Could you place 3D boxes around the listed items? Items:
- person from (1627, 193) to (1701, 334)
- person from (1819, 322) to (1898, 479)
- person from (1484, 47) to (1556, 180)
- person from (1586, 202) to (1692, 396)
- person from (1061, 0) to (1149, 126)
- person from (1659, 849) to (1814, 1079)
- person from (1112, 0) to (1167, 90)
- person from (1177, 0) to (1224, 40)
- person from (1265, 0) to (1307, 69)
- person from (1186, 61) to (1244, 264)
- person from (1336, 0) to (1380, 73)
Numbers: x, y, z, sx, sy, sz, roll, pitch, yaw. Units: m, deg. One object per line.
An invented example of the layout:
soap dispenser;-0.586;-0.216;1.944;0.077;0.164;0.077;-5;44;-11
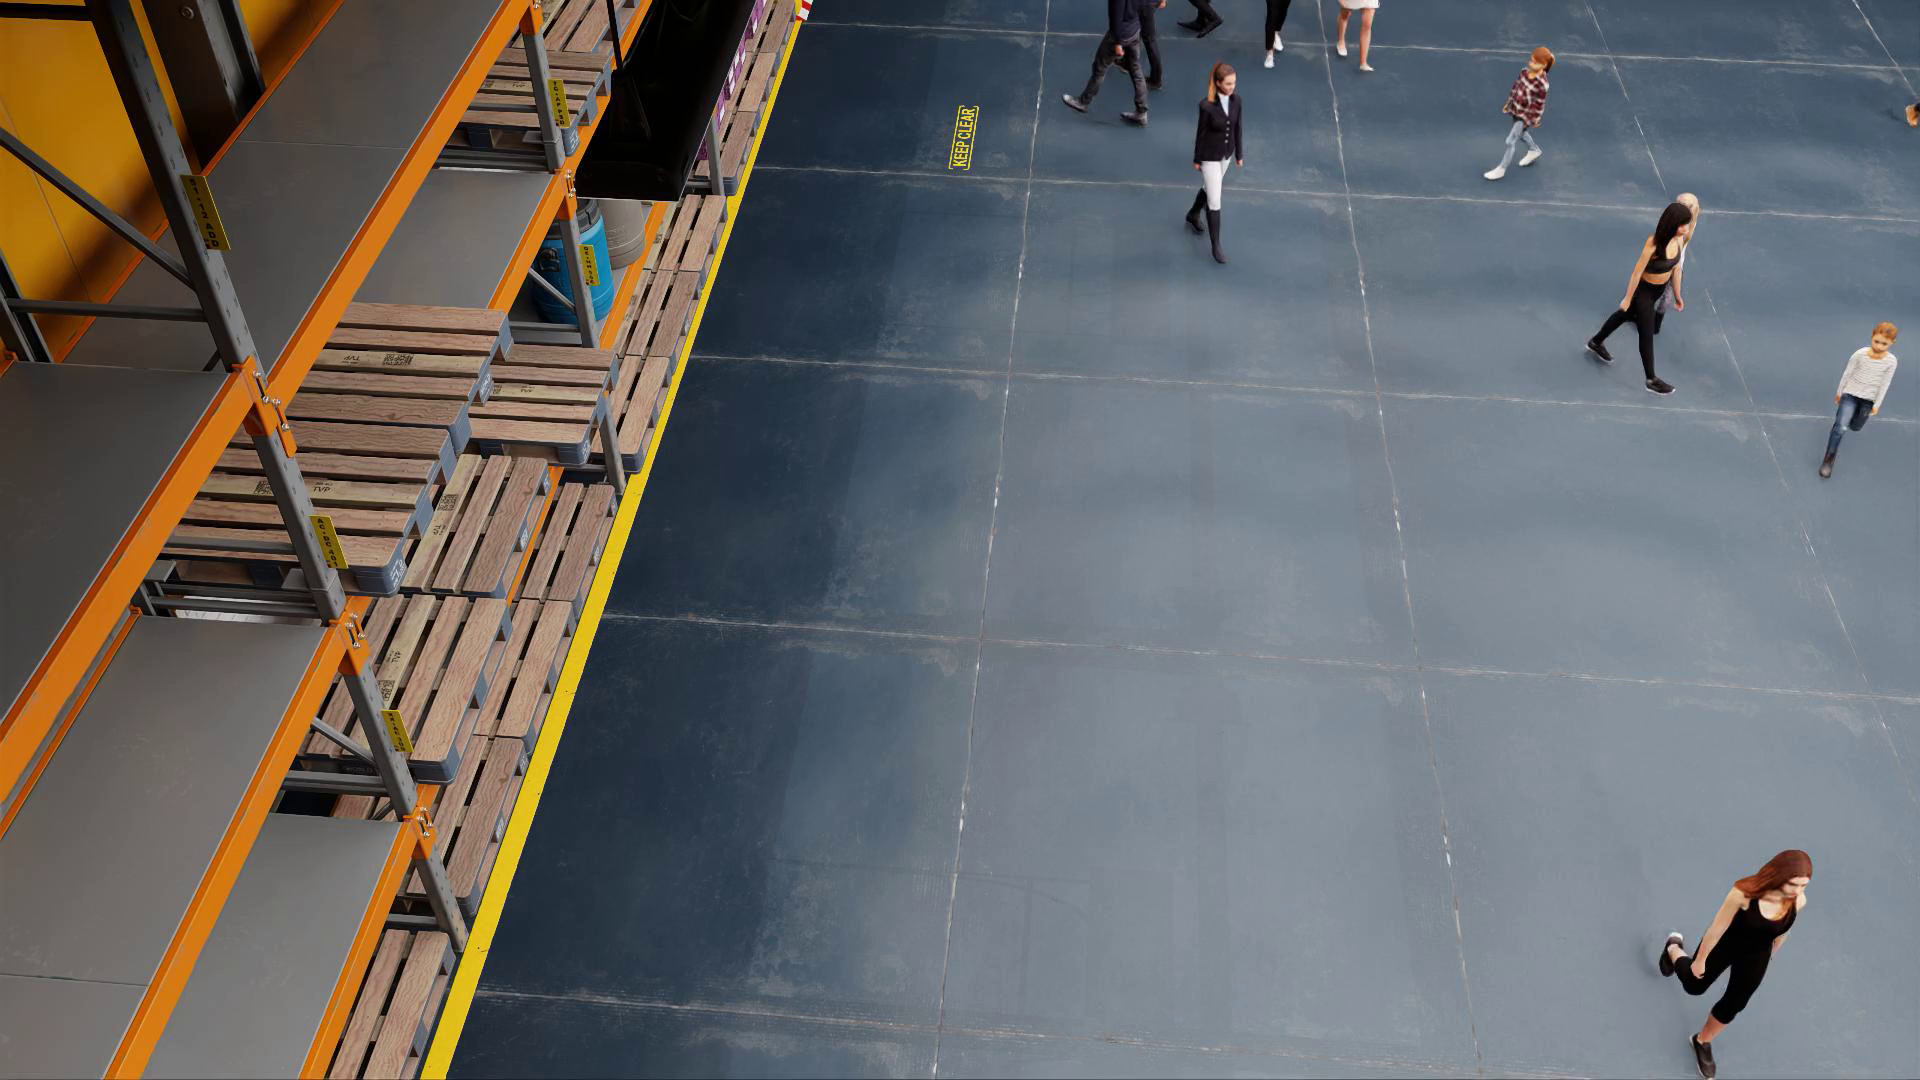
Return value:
person;5.859;-2.245;13.681;0.561;1.270;0.600;-11;45;-11
person;6.739;-1.097;12.456;0.620;1.298;0.862;17;46;17
person;5.318;-4.010;15.519;0.821;1.291;0.912;-13;45;-13
person;5.379;-1.997;13.185;1.008;1.596;1.118;-27;50;-25
person;1.656;-4.832;15.991;1.067;1.830;1.158;26;49;24
person;4.068;2.109;8.794;0.581;1.708;0.957;4;44;4
person;1.945;-5.338;16.572;0.972;1.760;0.988;23;48;22
person;2.631;-6.118;17.285;0.947;1.907;0.855;19;47;19
person;3.317;-5.780;17.111;0.648;1.657;1.006;-1;44;-1
person;2.202;-3.366;14.547;0.925;1.700;1.097;-19;47;-19
person;4.054;-5.716;17.032;0.719;1.674;1.101;-4;44;-4
